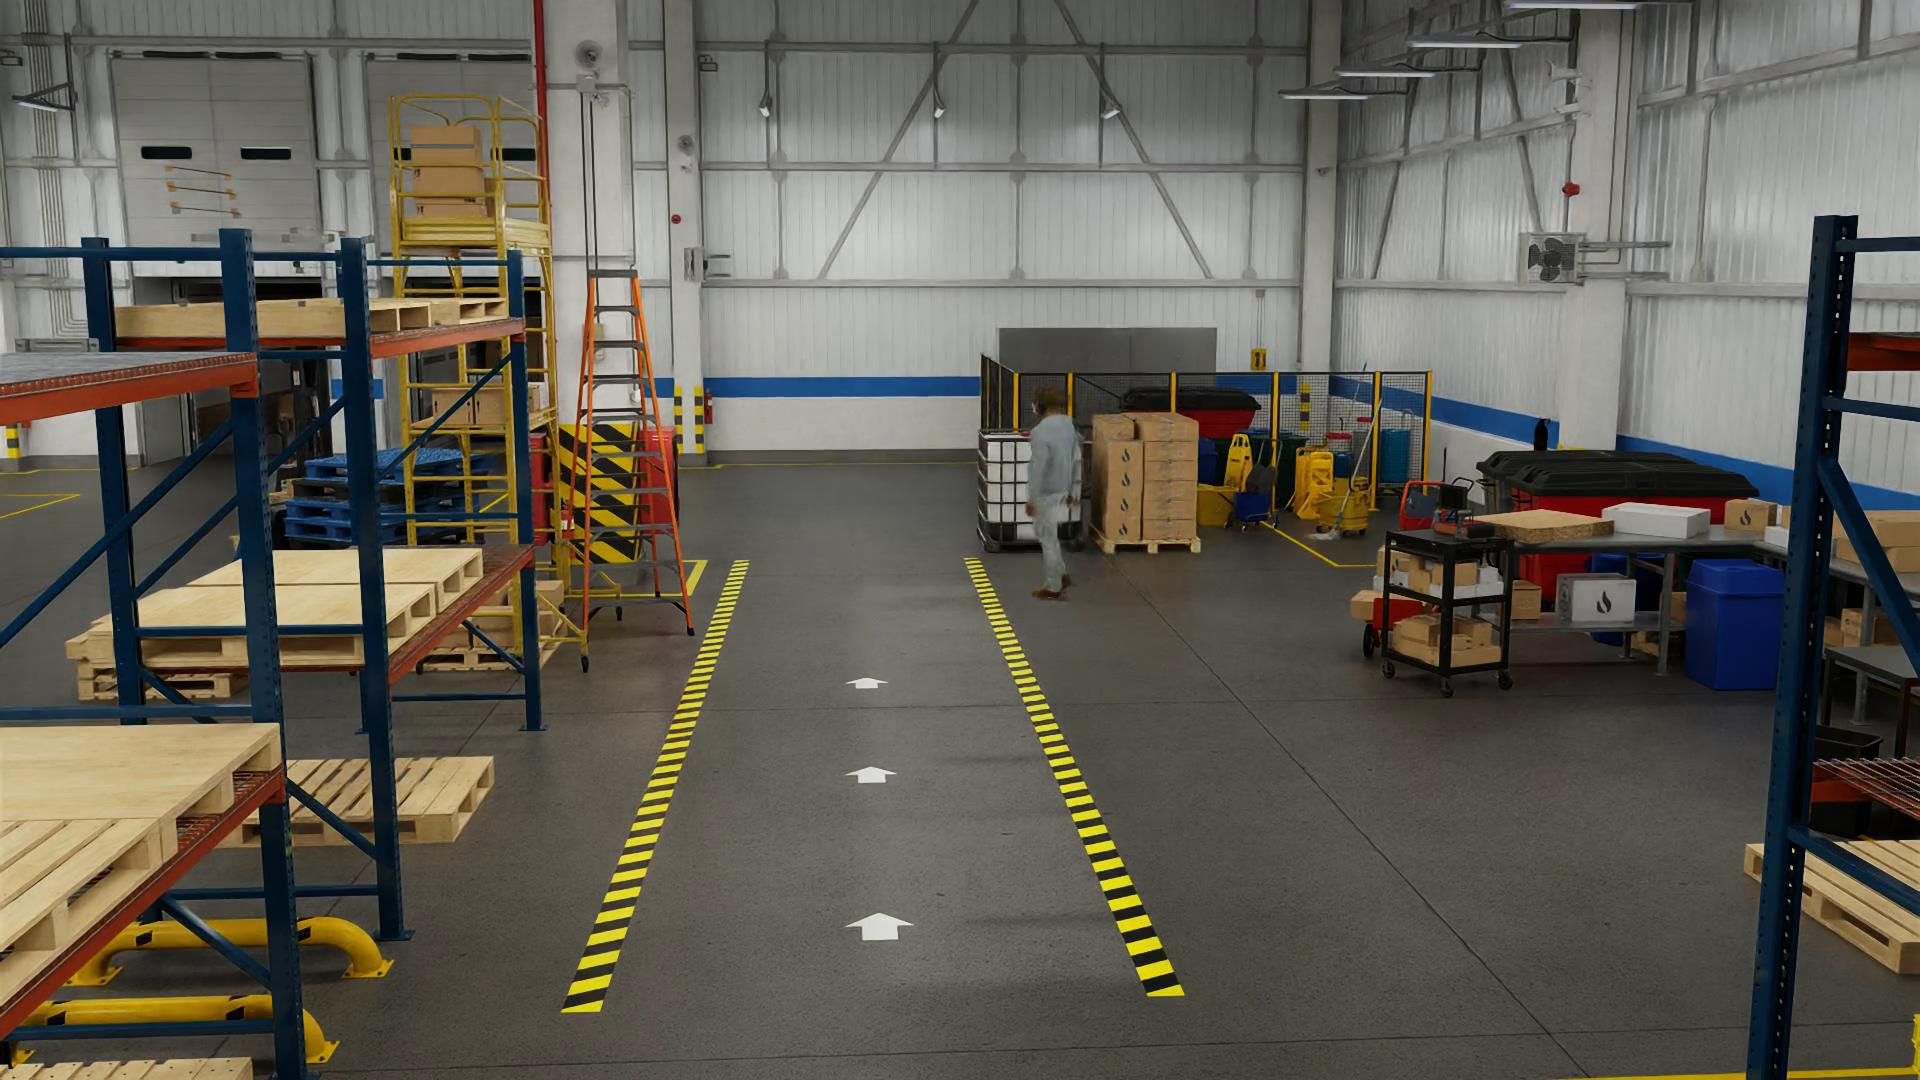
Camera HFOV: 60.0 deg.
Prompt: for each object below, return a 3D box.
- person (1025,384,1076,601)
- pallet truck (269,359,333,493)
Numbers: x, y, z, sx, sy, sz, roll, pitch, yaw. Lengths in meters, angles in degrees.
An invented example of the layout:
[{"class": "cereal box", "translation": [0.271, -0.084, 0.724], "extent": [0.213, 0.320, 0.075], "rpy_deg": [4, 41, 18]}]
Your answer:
[{"class": "person", "translation": [0.763, -0.409, 14.687], "extent": [0.437, 1.924, 0.663], "rpy_deg": [5, 10, 30]}, {"class": "pallet truck", "translation": [-7.062, -1.131, 18.996], "extent": [1.885, 1.965, 0.823], "rpy_deg": [2, 9, 13]}]
